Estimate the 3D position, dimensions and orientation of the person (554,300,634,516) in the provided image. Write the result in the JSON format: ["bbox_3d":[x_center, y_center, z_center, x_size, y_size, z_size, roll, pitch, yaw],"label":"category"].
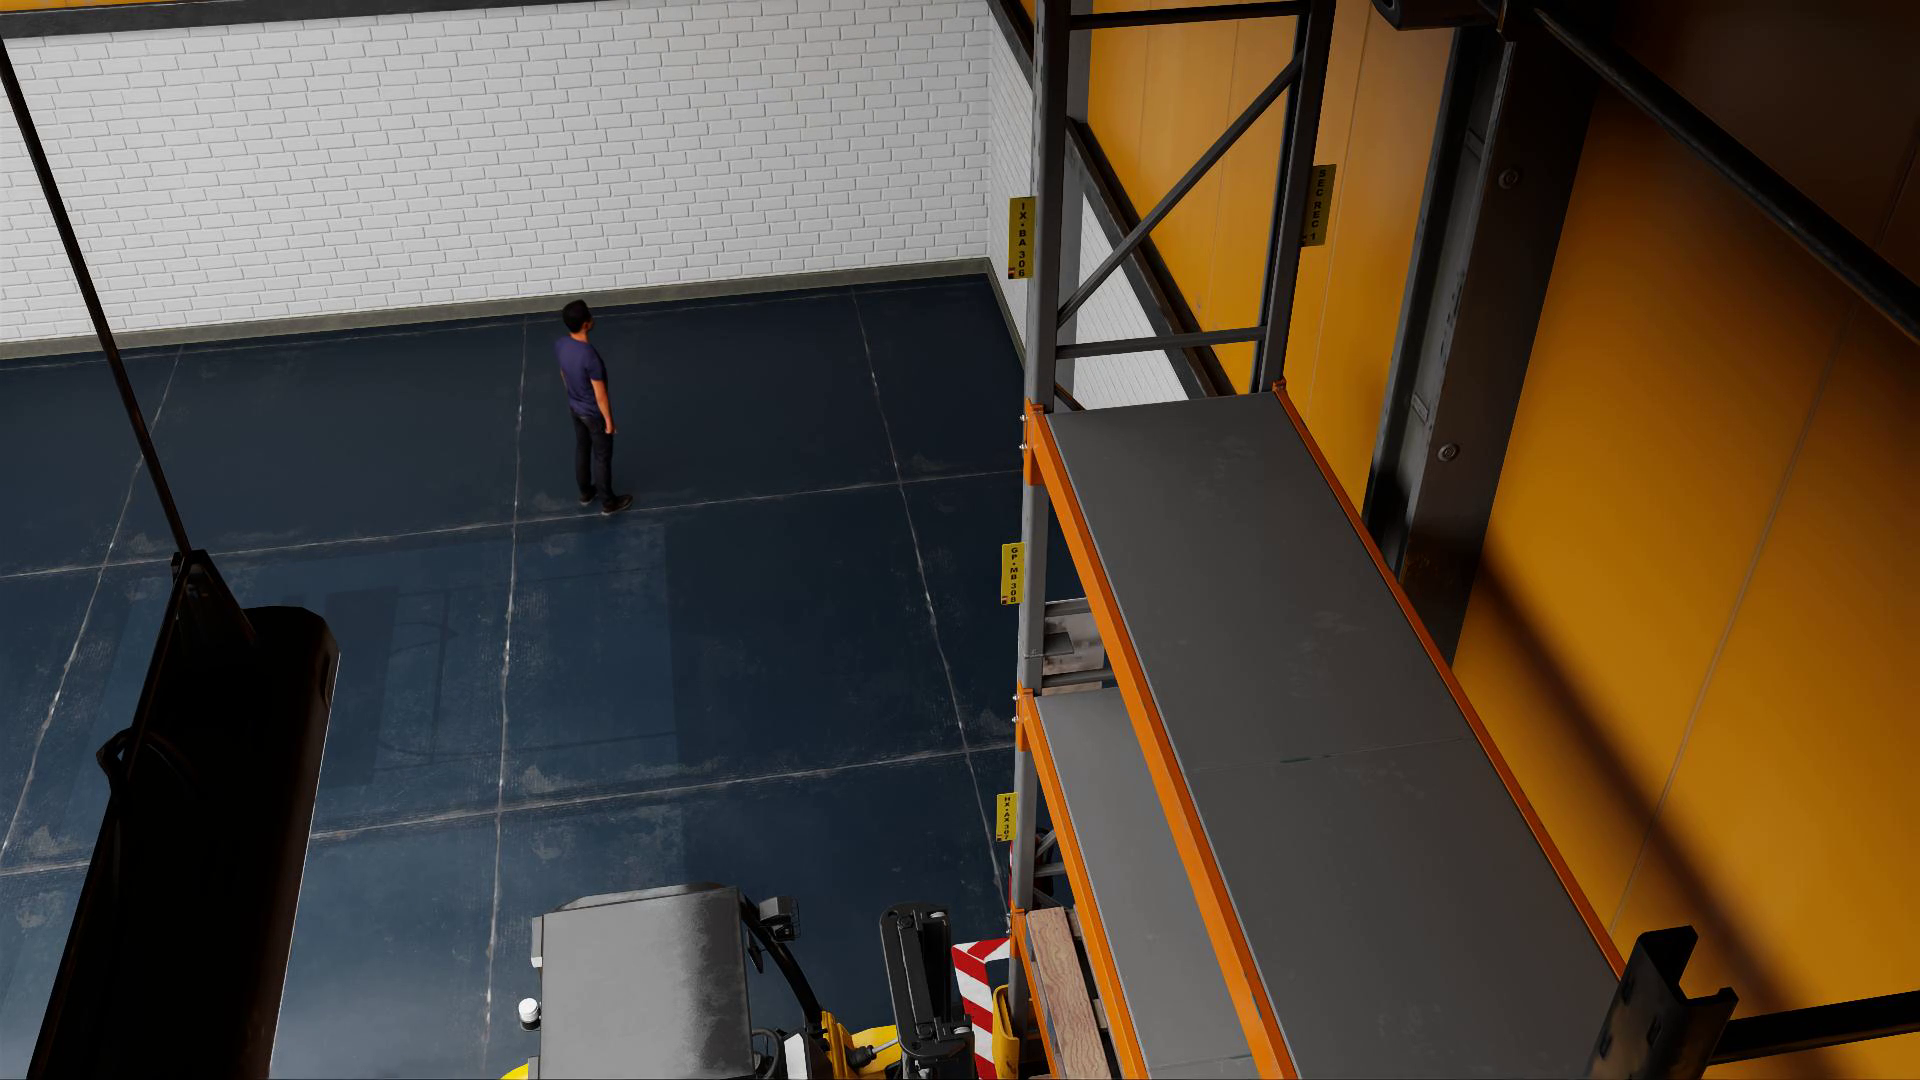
[{"bbox_3d":[-2.782,-0.982,12.433,0.685,1.790,0.766,27,46,30],"label":"person"}]
